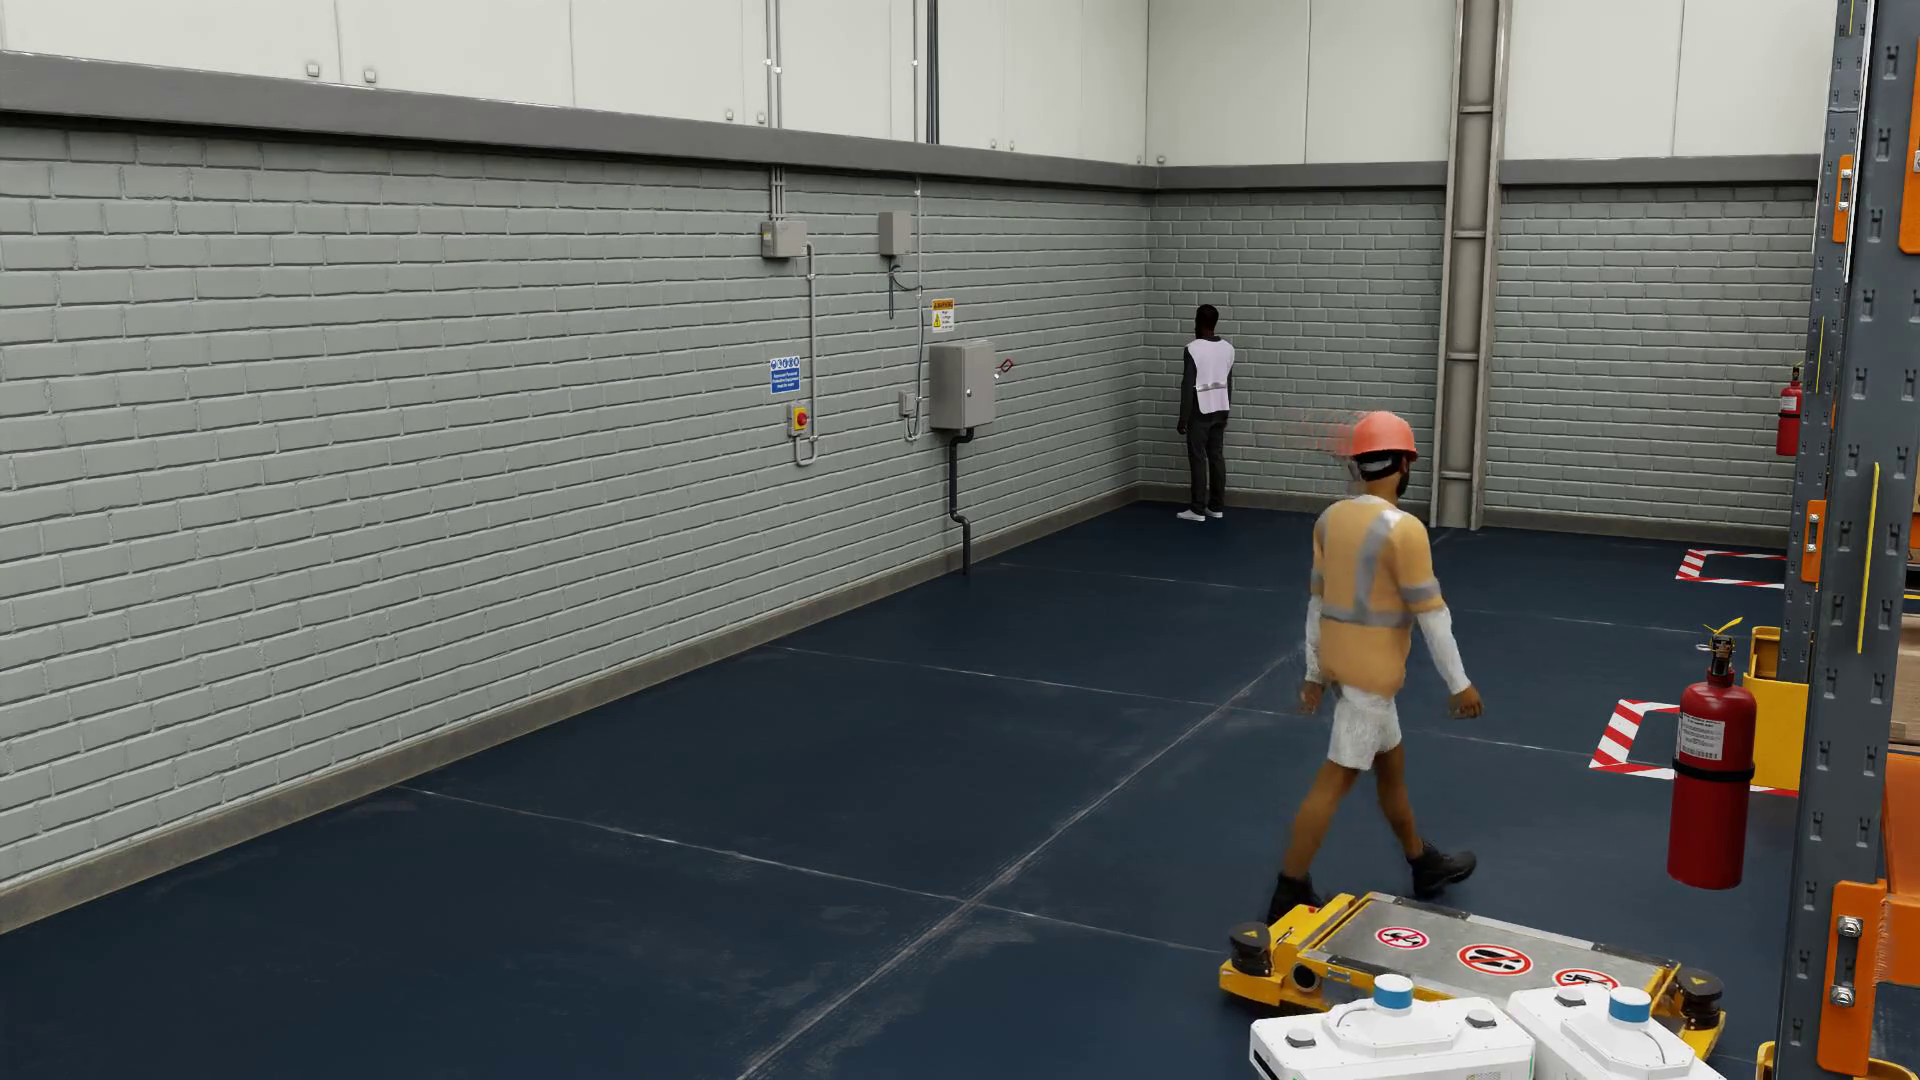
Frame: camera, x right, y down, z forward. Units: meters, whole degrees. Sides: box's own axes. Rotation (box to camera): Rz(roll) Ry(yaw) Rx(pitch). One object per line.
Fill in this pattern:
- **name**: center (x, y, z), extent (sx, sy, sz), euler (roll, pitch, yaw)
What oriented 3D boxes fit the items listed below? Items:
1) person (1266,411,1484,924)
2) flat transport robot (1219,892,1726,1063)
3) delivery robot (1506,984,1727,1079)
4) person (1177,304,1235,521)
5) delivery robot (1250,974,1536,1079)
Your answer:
- **person**: center (1.536, 0.480, 6.081), extent (0.946, 1.876, 0.568), euler (-3, 11, -15)
- **flat transport robot**: center (1.626, 1.418, 5.338), extent (1.431, 0.197, 0.652), euler (7, 13, 34)
- **delivery robot**: center (1.734, 1.412, 4.341), extent (0.477, 0.478, 0.707), euler (-2, 11, -12)
- **person**: center (2.192, -1.125, 14.752), extent (0.592, 1.912, 0.386), euler (-8, 13, -38)
- **delivery robot**: center (1.140, 1.398, 4.418), extent (0.707, 0.478, 0.477), euler (-2, 11, -12)
